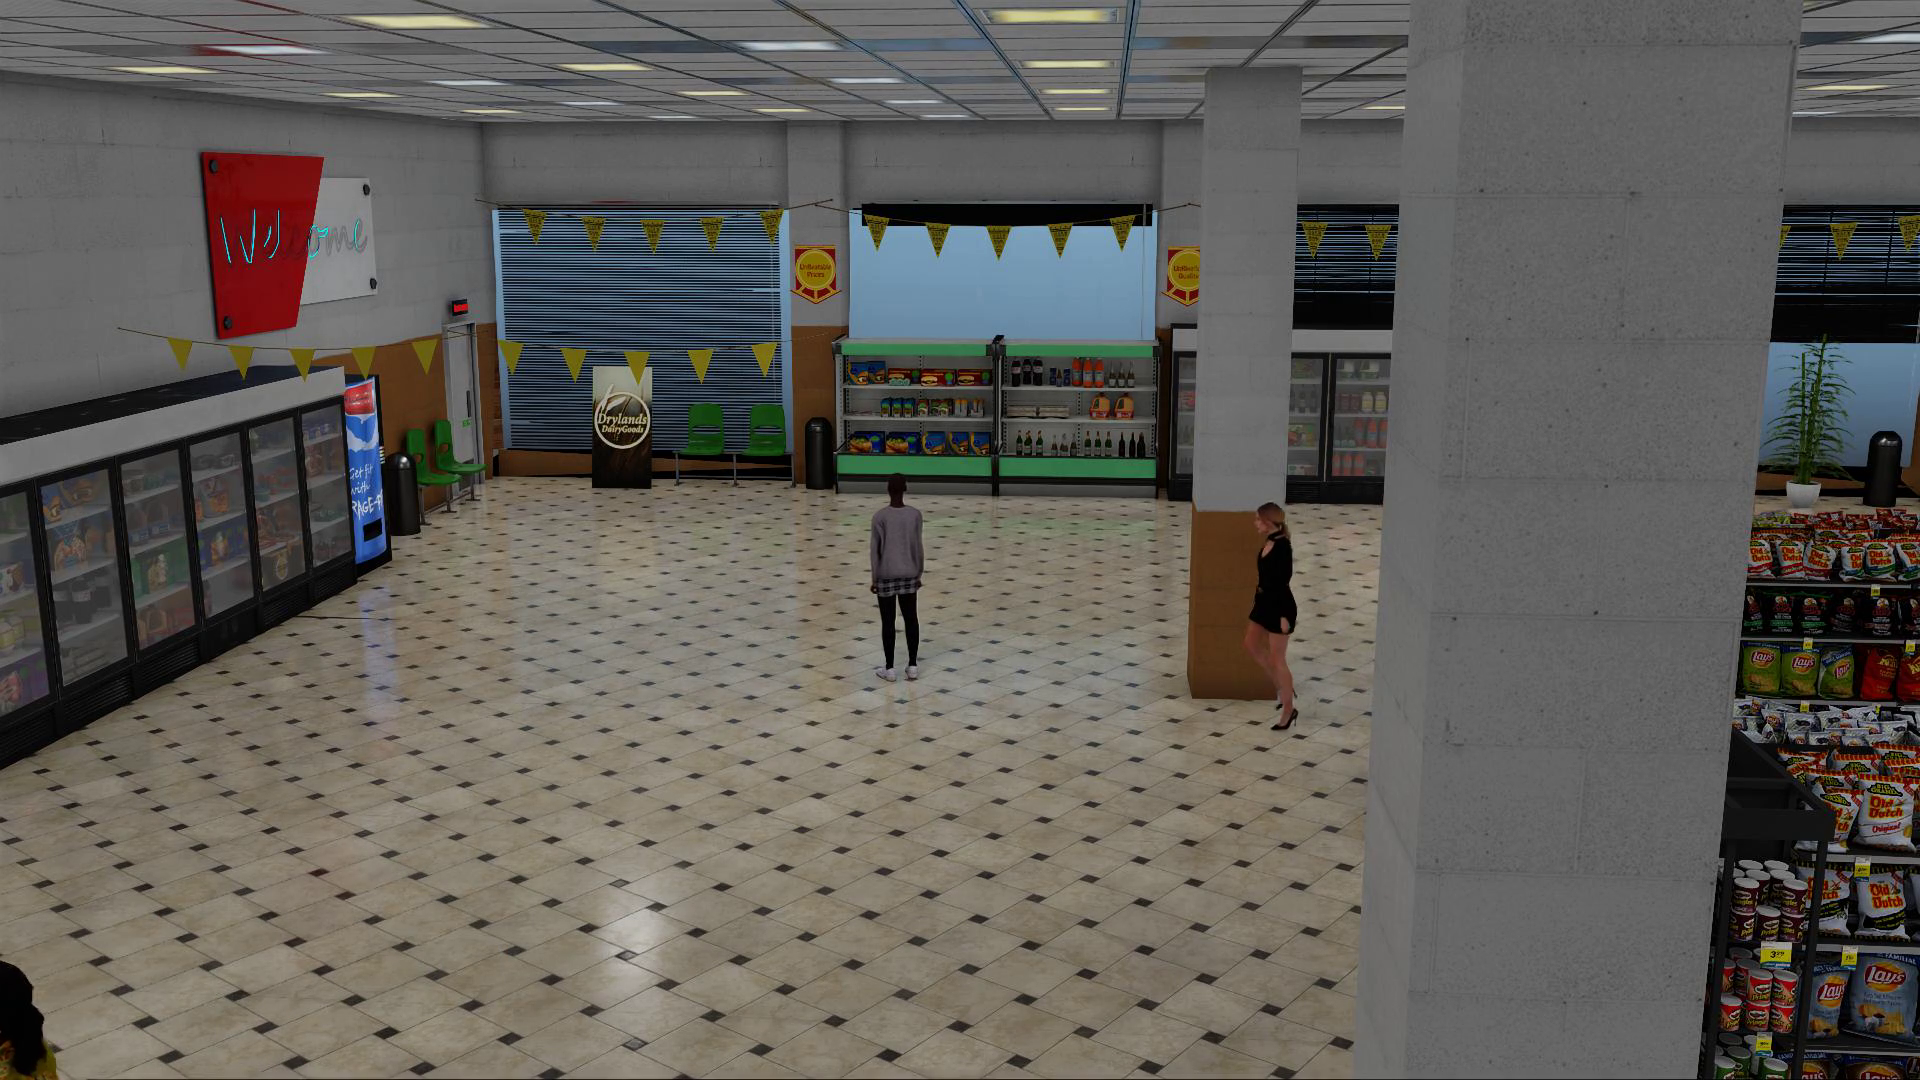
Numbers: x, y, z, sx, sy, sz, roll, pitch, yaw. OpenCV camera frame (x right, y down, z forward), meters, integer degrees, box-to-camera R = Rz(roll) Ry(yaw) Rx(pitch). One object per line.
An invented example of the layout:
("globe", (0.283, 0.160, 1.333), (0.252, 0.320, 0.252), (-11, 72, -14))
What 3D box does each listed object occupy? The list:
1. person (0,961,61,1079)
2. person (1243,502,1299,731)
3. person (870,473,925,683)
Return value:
("person", (-3.072, 2.149, 5.575), (0.988, 1.648, 1.029), (11, 16, 41))
("person", (2.479, 0.577, 12.798), (0.712, 1.748, 0.663), (-3, 12, -14))
("person", (-0.531, 0.304, 14.040), (0.620, 1.772, 0.755), (-5, 13, -21))
